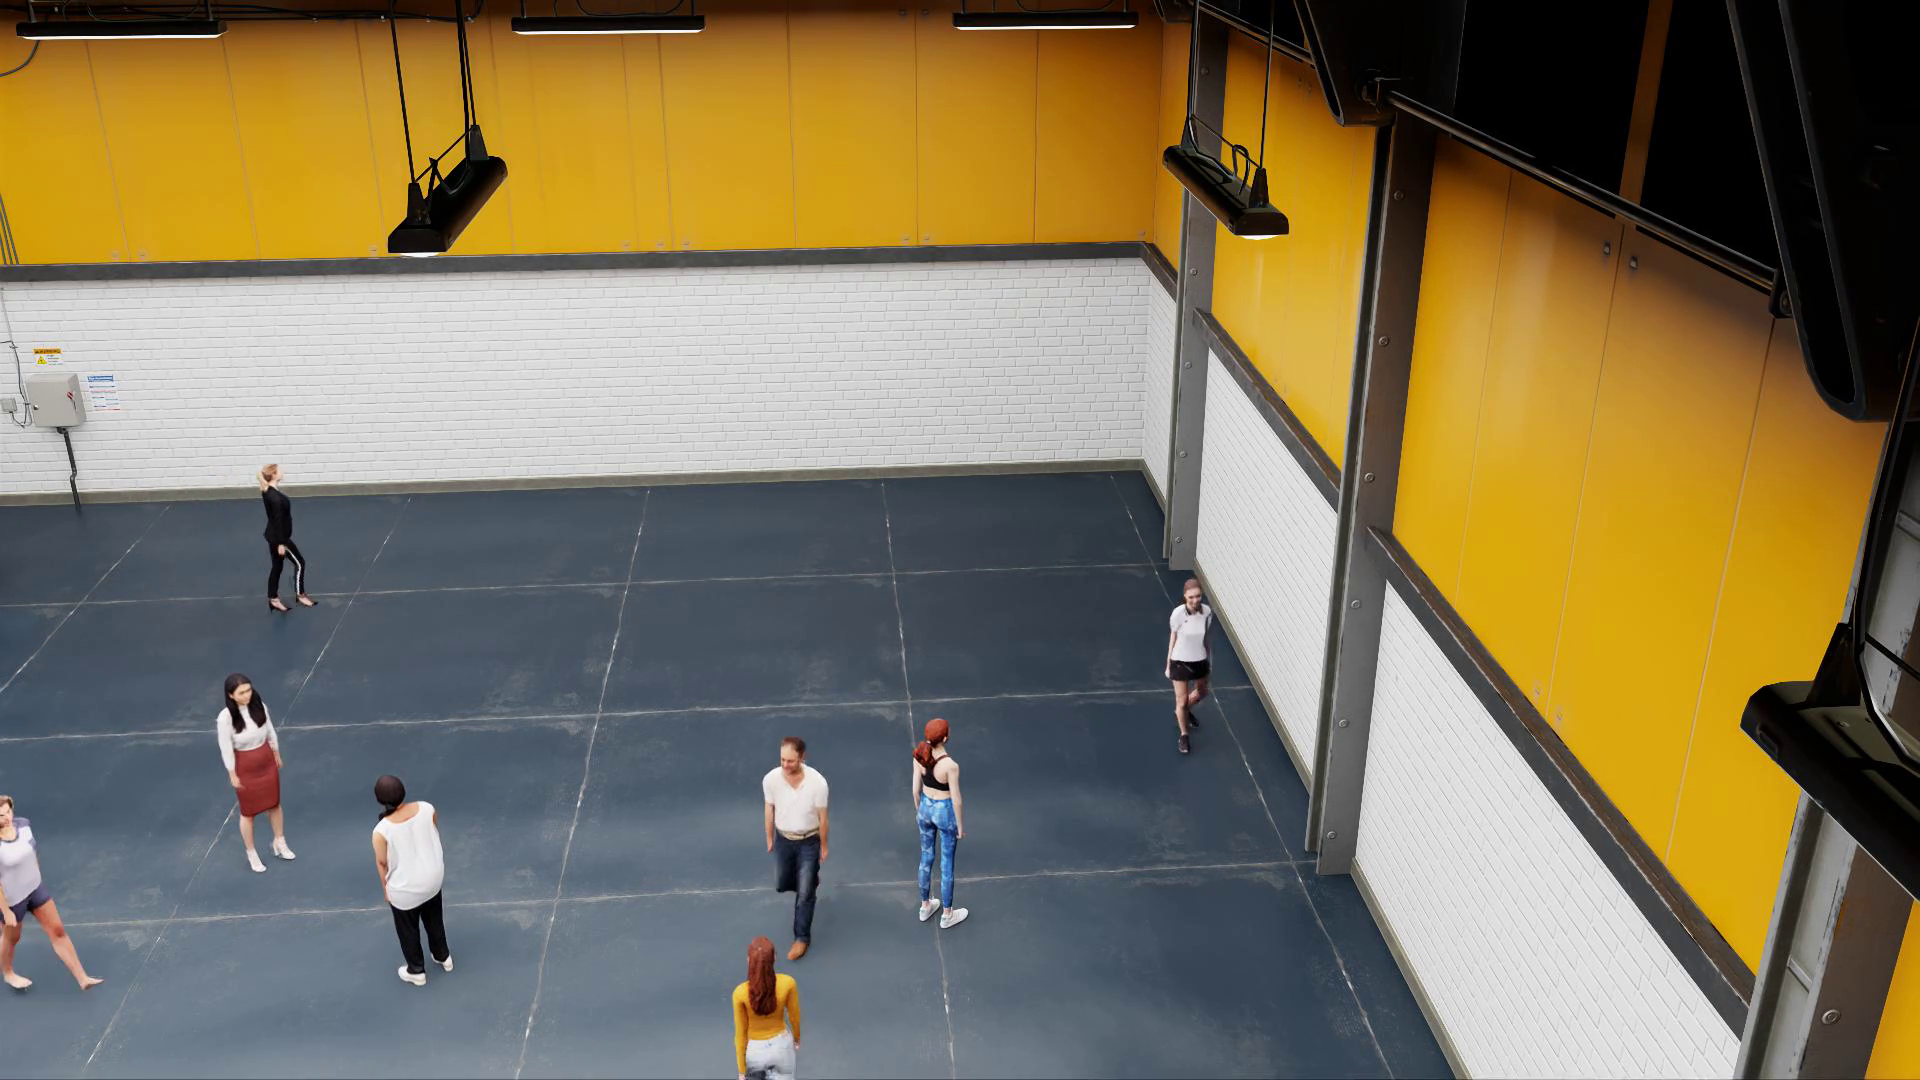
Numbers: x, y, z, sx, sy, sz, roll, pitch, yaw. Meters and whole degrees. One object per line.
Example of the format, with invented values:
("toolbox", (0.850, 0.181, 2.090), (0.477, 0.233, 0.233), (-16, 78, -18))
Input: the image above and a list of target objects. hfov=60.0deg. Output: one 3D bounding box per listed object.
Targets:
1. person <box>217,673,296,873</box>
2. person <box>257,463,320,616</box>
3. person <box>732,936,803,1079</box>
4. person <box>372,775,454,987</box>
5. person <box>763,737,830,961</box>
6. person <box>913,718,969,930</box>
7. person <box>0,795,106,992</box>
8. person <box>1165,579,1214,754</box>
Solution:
("person", (-5.707, 1.860, 13.439), (0.727, 1.749, 0.663), (18, 29, 35))
("person", (-7.341, 0.024, 17.720), (0.873, 1.684, 0.817), (-17, 29, -34))
("person", (-1.159, 3.275, 10.276), (0.763, 1.689, 1.216), (-7, 25, -15))
("person", (-4.012, 2.463, 12.145), (0.823, 1.681, 0.769), (20, 31, 38))
("person", (-1.160, 2.219, 12.513), (0.888, 1.833, 1.055), (6, 24, 14))
("person", (-0.165, 2.150, 12.731), (0.686, 1.785, 0.734), (14, 27, 29))
("person", (-6.827, 2.559, 11.936), (0.957, 1.671, 1.092), (8, 25, 18))
("person", (2.084, 1.113, 15.179), (0.730, 1.725, 0.869), (-10, 25, -21))
